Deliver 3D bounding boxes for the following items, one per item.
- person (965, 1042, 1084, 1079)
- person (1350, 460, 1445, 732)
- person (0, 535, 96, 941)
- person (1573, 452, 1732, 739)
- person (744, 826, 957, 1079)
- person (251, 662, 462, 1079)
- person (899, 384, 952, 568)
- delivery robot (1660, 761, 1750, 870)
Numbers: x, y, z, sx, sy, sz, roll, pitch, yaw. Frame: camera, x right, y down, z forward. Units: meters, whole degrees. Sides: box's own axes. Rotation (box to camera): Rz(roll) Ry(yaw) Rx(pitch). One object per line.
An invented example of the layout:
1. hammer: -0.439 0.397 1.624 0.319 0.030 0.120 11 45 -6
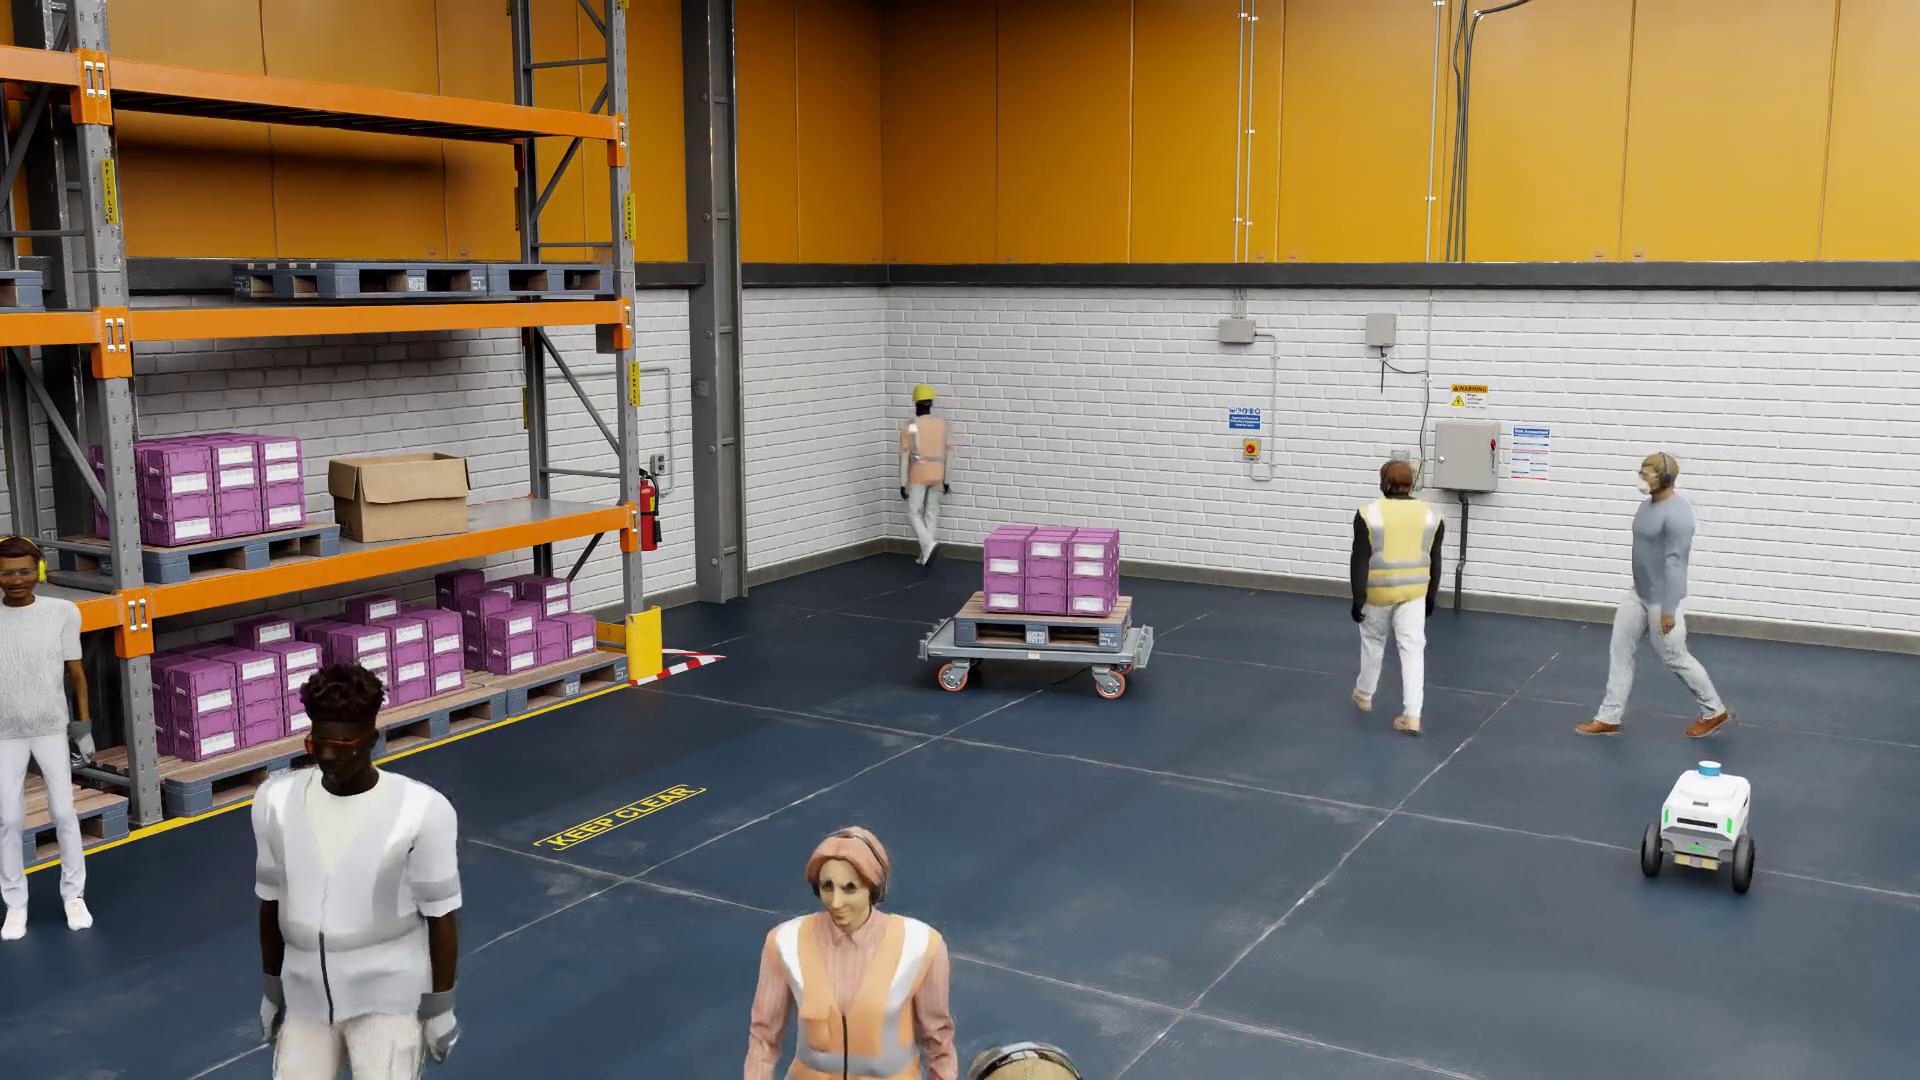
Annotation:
1. person: 0.070 1.663 2.622 0.632 1.926 0.562 -4 10 -22
2. person: 2.921 0.354 11.191 0.642 1.794 0.983 0 9 -3
3. person: -4.254 0.895 7.613 0.515 1.859 0.328 -5 10 -27
4. person: 4.563 0.369 10.769 0.976 1.901 0.639 0 9 -1
5. person: -0.304 1.546 4.338 0.547 1.590 0.849 2 9 12
6. person: -1.732 1.286 4.845 0.615 1.952 0.544 1 9 6
7. person: -0.343 -0.640 17.013 0.607 1.910 0.660 -4 10 -26
8. delivery robot: 3.784 1.365 8.430 0.477 0.478 0.707 5 11 31
